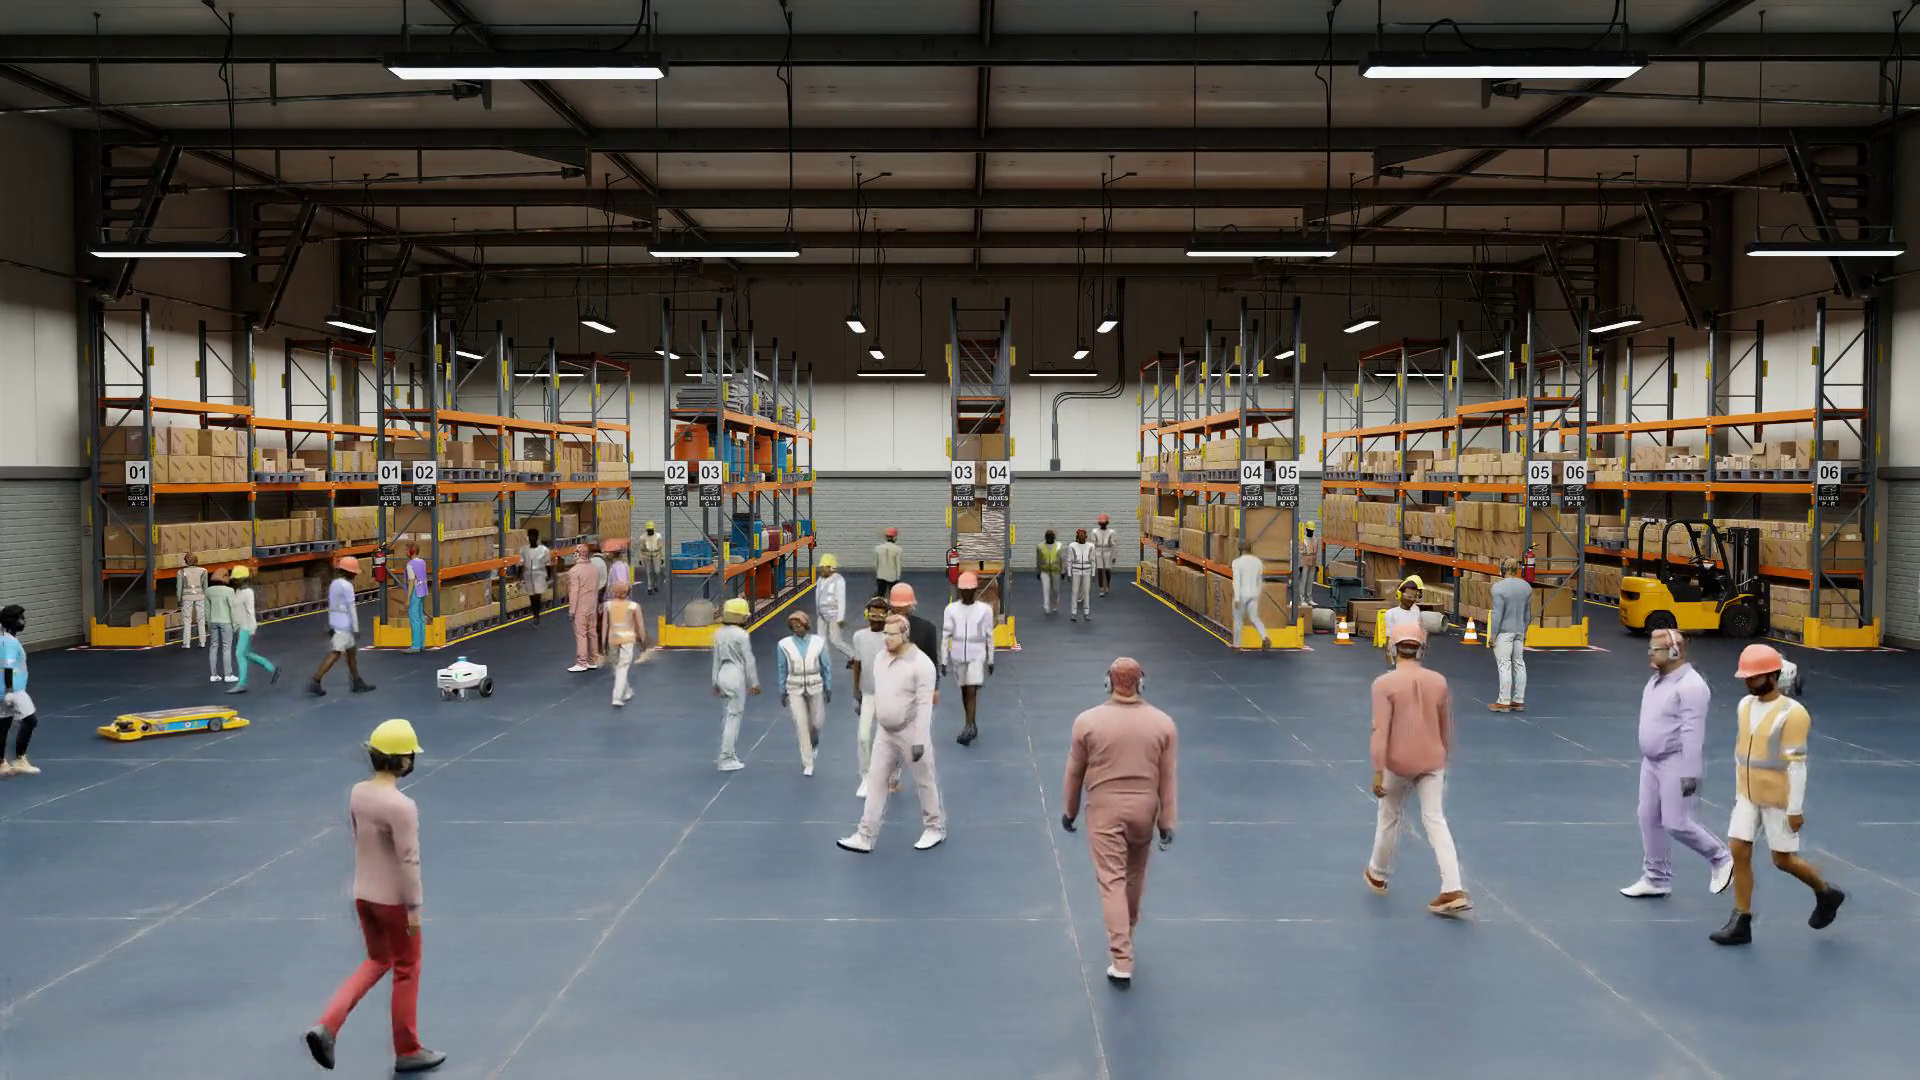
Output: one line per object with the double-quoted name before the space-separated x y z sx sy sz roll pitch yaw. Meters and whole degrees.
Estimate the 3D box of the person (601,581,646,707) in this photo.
"person" -4.307 1.320 20.710 0.539 1.587 0.877 0 2 11

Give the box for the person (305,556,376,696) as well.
"person" -8.350 1.148 21.701 0.965 1.877 0.571 -2 3 -40

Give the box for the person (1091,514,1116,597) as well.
"person" 3.494 0.364 39.401 0.616 2.027 0.501 0 2 9

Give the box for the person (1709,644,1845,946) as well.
"person" 5.167 1.594 10.183 0.842 1.900 0.547 -1 2 -17

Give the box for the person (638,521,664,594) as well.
"person" -7.670 0.441 40.053 0.630 1.816 0.477 0 2 -12

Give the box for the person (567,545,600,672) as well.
"person" -5.694 1.023 24.290 0.400 1.910 0.643 1 3 25

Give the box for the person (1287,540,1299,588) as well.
"person" 8.749 0.318 42.707 0.583 1.859 0.760 1 2 22

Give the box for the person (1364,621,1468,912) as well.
"person" 3.111 1.539 11.077 0.666 1.935 1.047 -1 2 -13

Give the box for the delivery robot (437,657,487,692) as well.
"delivery robot" -6.565 1.783 21.295 0.477 0.478 0.707 1 2 18

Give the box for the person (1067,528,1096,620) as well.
"person" 2.476 0.694 32.903 0.583 1.879 0.337 0 2 -2

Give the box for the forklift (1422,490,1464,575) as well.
"forklift" 13.926 -0.371 47.846 1.873 2.768 1.129 0 2 0

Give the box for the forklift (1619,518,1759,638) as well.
"forklift" 13.417 0.684 29.791 2.313 2.155 1.214 0 2 0

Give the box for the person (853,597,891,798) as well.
"person" -0.749 1.439 14.715 0.499 1.843 0.555 0 2 8

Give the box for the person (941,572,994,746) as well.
"person" 0.078 1.292 17.810 0.563 1.884 1.020 0 2 12

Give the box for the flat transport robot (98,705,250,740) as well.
"flat transport robot" -8.999 2.080 18.508 0.652 0.197 1.431 2 3 42

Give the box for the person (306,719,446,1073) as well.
"person" -2.827 1.747 7.870 0.539 1.750 0.578 2 3 39

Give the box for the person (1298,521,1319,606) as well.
"person" 7.872 0.534 36.409 0.588 1.923 0.383 -1 3 -32

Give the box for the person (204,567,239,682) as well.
"person" -10.540 1.207 23.053 0.499 1.634 0.288 1 2 12

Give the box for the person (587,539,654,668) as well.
"person" -5.235 0.965 24.867 1.085 1.993 0.611 -1 2 -14

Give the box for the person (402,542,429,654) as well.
"person" -9.034 0.952 26.777 0.384 1.850 0.566 0 2 2

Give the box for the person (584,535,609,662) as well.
"person" -5.853 0.928 25.559 0.606 2.000 0.683 0 2 -8

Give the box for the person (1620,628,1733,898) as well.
"person" 4.979 1.553 11.190 0.641 1.888 0.654 0 2 -6

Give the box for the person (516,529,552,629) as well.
"person" -8.189 0.750 30.913 0.623 1.916 0.995 0 2 3

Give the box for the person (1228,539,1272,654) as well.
"person" 4.782 0.935 26.627 0.639 1.910 0.908 -1 3 -30

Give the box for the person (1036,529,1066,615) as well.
"person" 1.943 0.666 34.550 0.635 1.814 0.854 0 2 5

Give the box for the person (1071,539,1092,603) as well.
"person" 2.768 0.661 37.204 0.524 1.586 0.854 0 2 8

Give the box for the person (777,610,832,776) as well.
"person" -1.541 1.490 15.999 0.541 1.615 0.587 0 2 -8

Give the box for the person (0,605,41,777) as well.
"person" -9.181 1.468 15.759 0.526 1.677 0.557 -2 3 -36

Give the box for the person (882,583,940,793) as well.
"person" -0.531 1.368 14.919 0.652 1.966 0.496 1 2 13

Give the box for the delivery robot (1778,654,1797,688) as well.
"delivery robot" 10.957 1.772 21.584 0.477 0.478 0.707 1 3 34

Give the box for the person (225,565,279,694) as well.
"person" -9.653 1.199 21.986 0.643 1.744 0.548 -2 3 -39

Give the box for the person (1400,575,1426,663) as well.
"person" 5.340 1.300 19.071 0.313 1.767 0.534 0 2 -5

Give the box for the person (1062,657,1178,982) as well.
"person" 0.950 1.630 9.686 0.640 1.855 0.999 0 2 -11

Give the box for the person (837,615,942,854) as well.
"person" -0.489 1.513 12.578 0.667 1.855 0.960 2 3 41

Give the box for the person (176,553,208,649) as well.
"person" -13.061 1.034 27.483 0.508 1.629 0.314 -2 3 -38

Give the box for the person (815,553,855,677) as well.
"person" -1.857 1.095 23.769 0.657 1.815 0.589 -2 3 -44

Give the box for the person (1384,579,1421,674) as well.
"person" 4.647 1.340 16.857 0.521 1.865 0.327 -1 3 -33

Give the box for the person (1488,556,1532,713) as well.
"person" 6.854 1.171 20.165 0.636 1.939 0.362 -1 3 -29

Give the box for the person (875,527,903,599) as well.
"person" -1.405 0.730 31.390 0.614 1.947 1.021 1 2 19

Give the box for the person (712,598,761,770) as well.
"person" -2.240 1.441 16.217 0.510 1.715 0.480 -2 3 -44

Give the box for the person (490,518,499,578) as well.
"person" -11.422 0.408 39.825 0.636 1.905 0.802 1 2 17
